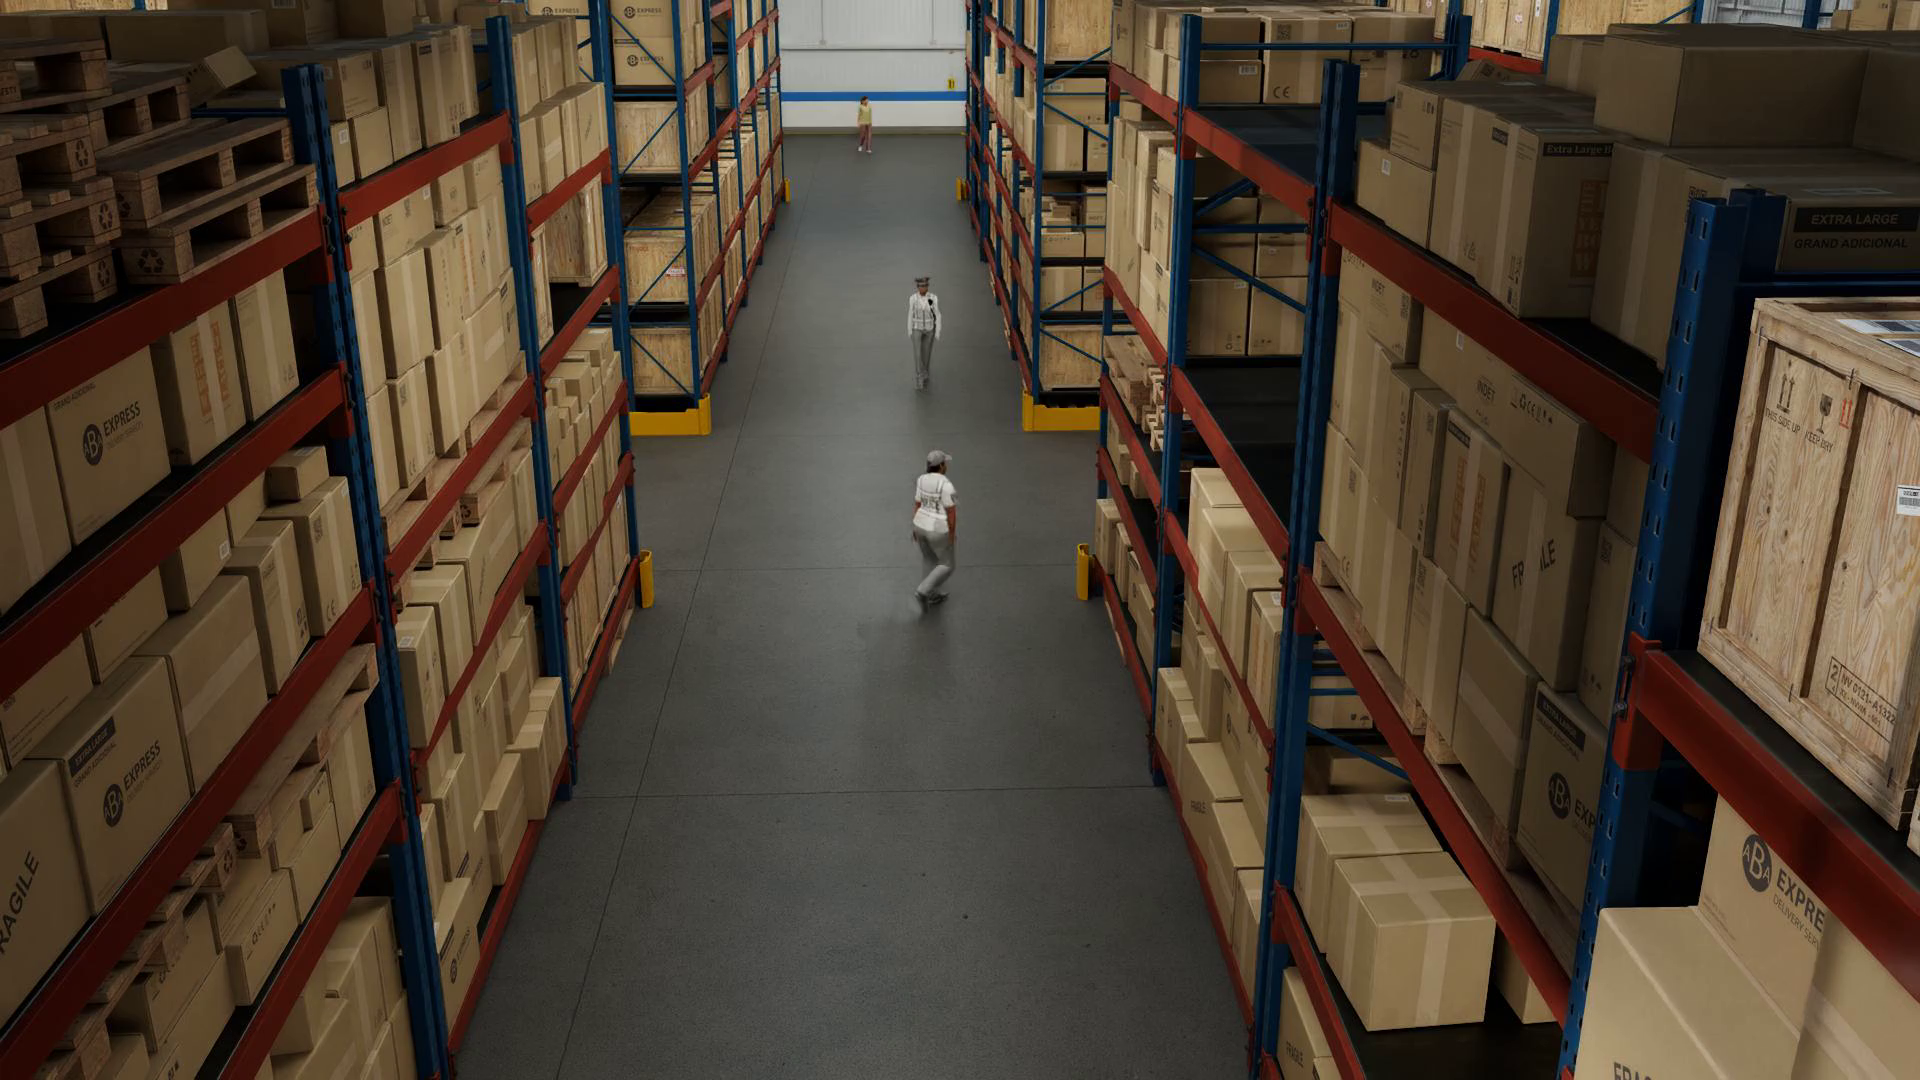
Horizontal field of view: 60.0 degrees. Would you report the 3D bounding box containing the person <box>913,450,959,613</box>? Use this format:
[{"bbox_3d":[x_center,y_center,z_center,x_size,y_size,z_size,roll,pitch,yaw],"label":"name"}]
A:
[{"bbox_3d":[-0.293,-0.078,16.856,0.514,1.654,0.676,18,27,40],"label":"person"}]

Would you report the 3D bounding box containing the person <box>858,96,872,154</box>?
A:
[{"bbox_3d":[-2.851,-12.553,50.239,0.461,1.676,0.584,-9,22,-23],"label":"person"}]

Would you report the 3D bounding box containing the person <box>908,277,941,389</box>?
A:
[{"bbox_3d":[-0.527,-3.179,25.158,0.495,1.639,0.881,-2,21,-6],"label":"person"}]
